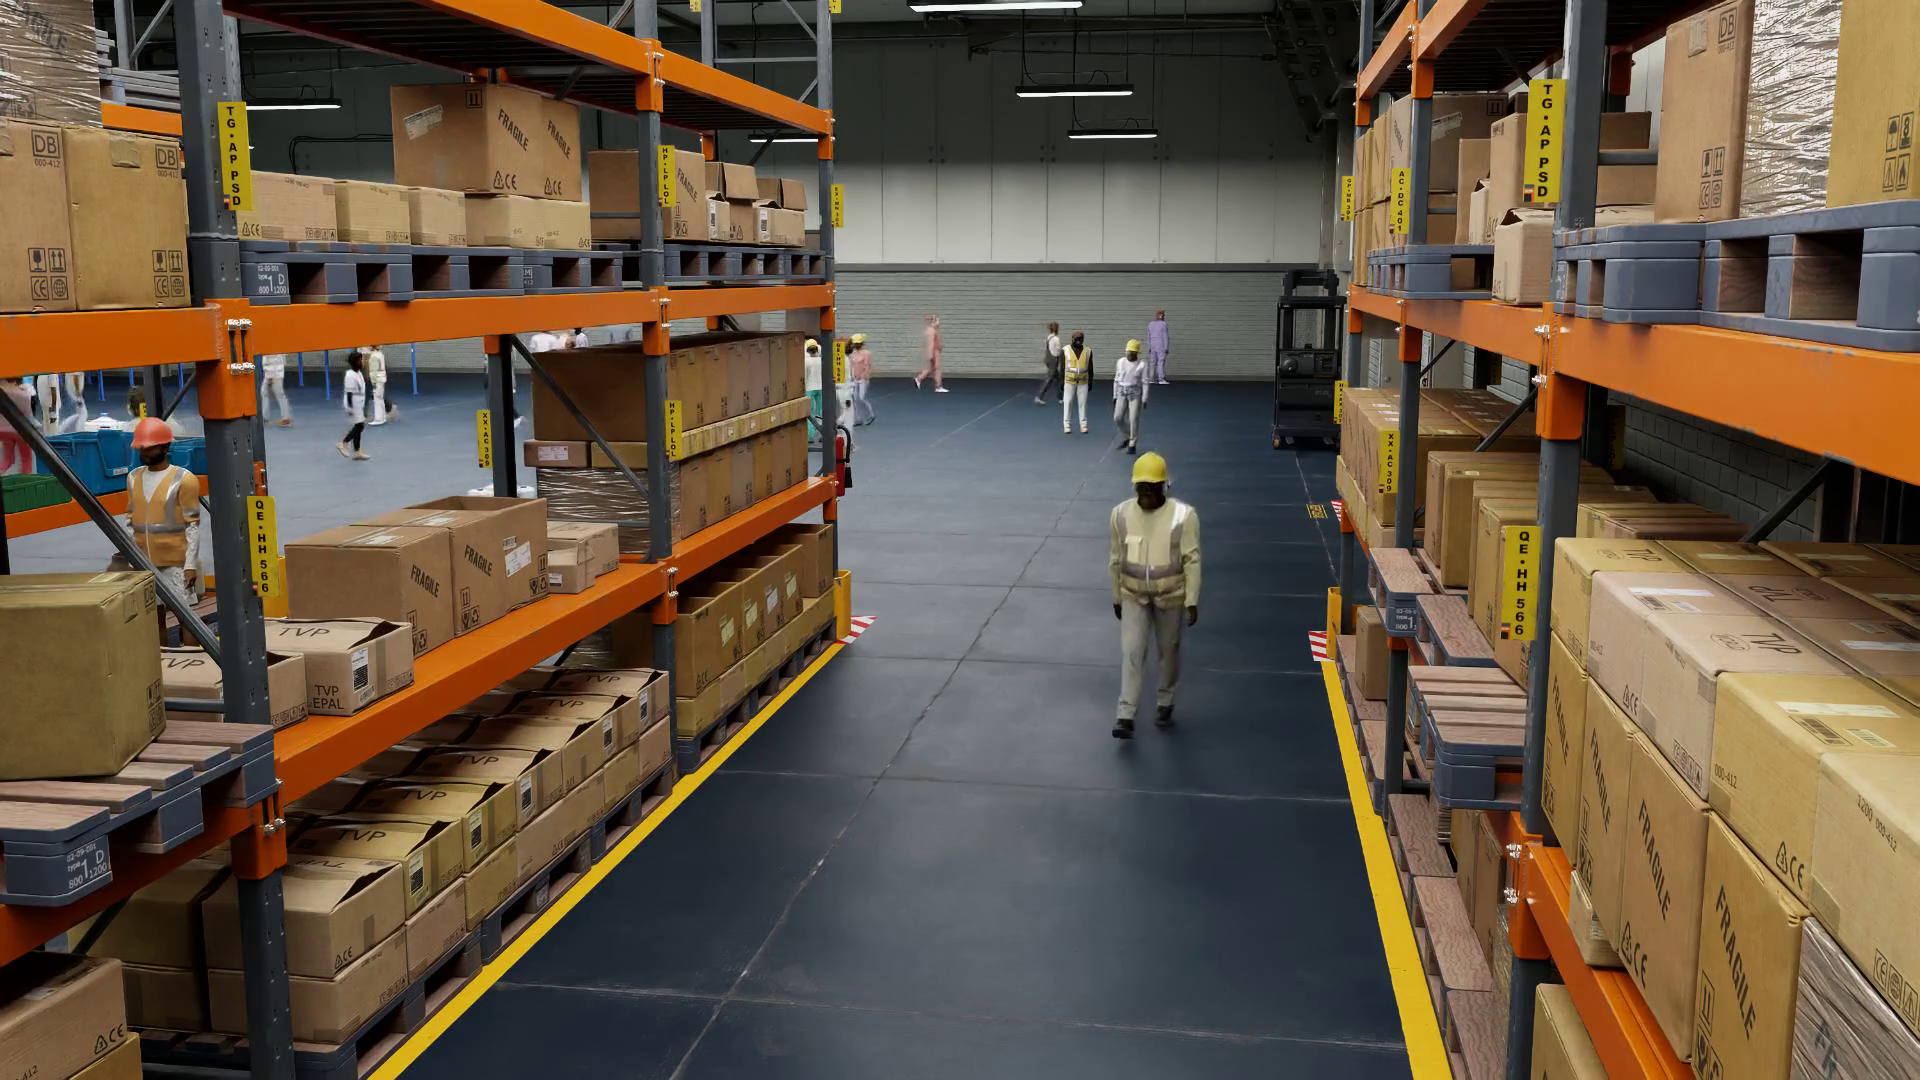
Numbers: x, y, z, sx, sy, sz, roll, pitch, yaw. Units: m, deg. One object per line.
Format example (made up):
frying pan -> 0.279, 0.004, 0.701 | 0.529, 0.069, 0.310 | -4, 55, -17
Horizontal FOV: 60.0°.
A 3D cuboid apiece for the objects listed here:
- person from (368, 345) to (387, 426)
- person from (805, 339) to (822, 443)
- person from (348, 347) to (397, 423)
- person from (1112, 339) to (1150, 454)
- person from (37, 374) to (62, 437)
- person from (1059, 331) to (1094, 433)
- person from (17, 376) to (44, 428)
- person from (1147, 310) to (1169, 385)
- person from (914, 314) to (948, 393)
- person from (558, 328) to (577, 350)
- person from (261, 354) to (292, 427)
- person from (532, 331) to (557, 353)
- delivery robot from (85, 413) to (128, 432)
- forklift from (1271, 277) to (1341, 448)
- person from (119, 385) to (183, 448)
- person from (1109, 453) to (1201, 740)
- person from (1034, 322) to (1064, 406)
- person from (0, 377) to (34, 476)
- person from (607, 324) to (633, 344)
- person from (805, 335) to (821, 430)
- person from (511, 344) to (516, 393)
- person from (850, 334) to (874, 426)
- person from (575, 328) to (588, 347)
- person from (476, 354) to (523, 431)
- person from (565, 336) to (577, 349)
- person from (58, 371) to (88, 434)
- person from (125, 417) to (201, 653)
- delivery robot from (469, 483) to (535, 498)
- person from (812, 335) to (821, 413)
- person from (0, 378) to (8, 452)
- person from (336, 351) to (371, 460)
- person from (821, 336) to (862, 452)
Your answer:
person -> -11.056, -3.000, 31.590 | 0.321, 1.628, 0.519 | 0, 9, -3
person -> -2.498, -2.528, 28.267 | 0.533, 1.764, 0.322 | -7, 12, -38
person -> -11.393, -3.269, 32.110 | 0.827, 2.000, 0.703 | -3, 10, -19
person -> 2.742, -2.316, 26.762 | 0.647, 1.819, 0.431 | 6, 11, 32
person -> -13.093, -1.863, 23.878 | 0.503, 1.862, 0.330 | 9, 13, 42
person -> 2.106, -2.849, 30.041 | 0.627, 1.836, 0.429 | -1, 9, -6
person -> -17.208, -2.898, 30.767 | 0.650, 1.672, 0.547 | -2, 9, -14
person -> 5.116, -4.947, 42.744 | 0.400, 1.906, 0.689 | -8, 12, -41
person -> -0.690, -4.480, 39.946 | 0.744, 1.877, 0.641 | -1, 9, -6
person -> -7.880, -3.479, 33.736 | 0.462, 1.893, 0.664 | -3, 10, -20
person -> -12.982, -3.069, 31.112 | 0.856, 1.913, 0.646 | -6, 11, -31
person -> -8.786, -3.729, 35.272 | 0.567, 1.882, 0.974 | 0, 9, -3
delivery robot -> -14.284, -1.871, 27.767 | 0.707, 0.478, 0.477 | 1, 9, 6
forklift -> 5.847, -3.016, 27.970 | 1.129, 2.768, 1.873 | 1, 9, 9
person -> -7.310, -0.426, 14.881 | 0.927, 1.896, 0.667 | 3, 10, 20
person -> 1.209, 0.350, 10.441 | 0.606, 1.783, 0.918 | 3, 10, 17
person -> 2.000, -3.838, 36.208 | 0.939, 1.812, 0.510 | -3, 10, -21
person -> -12.059, -1.365, 21.139 | 0.525, 1.755, 0.607 | 2, 9, 10
person -> -8.524, -4.769, 41.680 | 0.628, 1.907, 0.986 | 0, 9, 0
person -> -2.747, -2.989, 30.739 | 0.656, 1.868, 1.028 | 2, 9, 9
person -> -10.825, -4.311, 39.662 | 0.507, 1.631, 0.267 | -6, 11, -34
person -> -1.886, -3.013, 31.368 | 0.535, 1.742, 0.444 | 9, 13, 43
person -> -8.033, -3.730, 35.166 | 0.373, 1.928, 0.584 | -3, 10, -17
person -> -8.486, -2.955, 30.551 | 0.933, 1.883, 0.603 | -8, 12, -42
person -> -7.720, -3.216, 32.932 | 0.385, 1.627, 0.528 | -5, 10, -28
person -> -14.589, -2.418, 27.359 | 0.655, 1.830, 0.578 | -5, 10, -28
person -> -5.443, 0.128, 11.346 | 0.544, 1.938, 0.355 | 2, 9, 11
delivery robot -> -5.301, -0.493, 19.251 | 0.707, 0.478, 0.477 | -6, 10, -35
person -> -3.029, -3.508, 33.687 | 0.624, 1.967, 0.851 | 2, 9, 10
person -> -15.792, -2.413, 26.979 | 0.631, 1.967, 0.823 | -4, 10, -22
person -> -9.353, -2.067, 25.662 | 0.399, 1.688, 0.544 | -1, 9, -6
person -> -1.902, -2.350, 26.842 | 0.548, 1.865, 0.593 | -2, 10, -15
